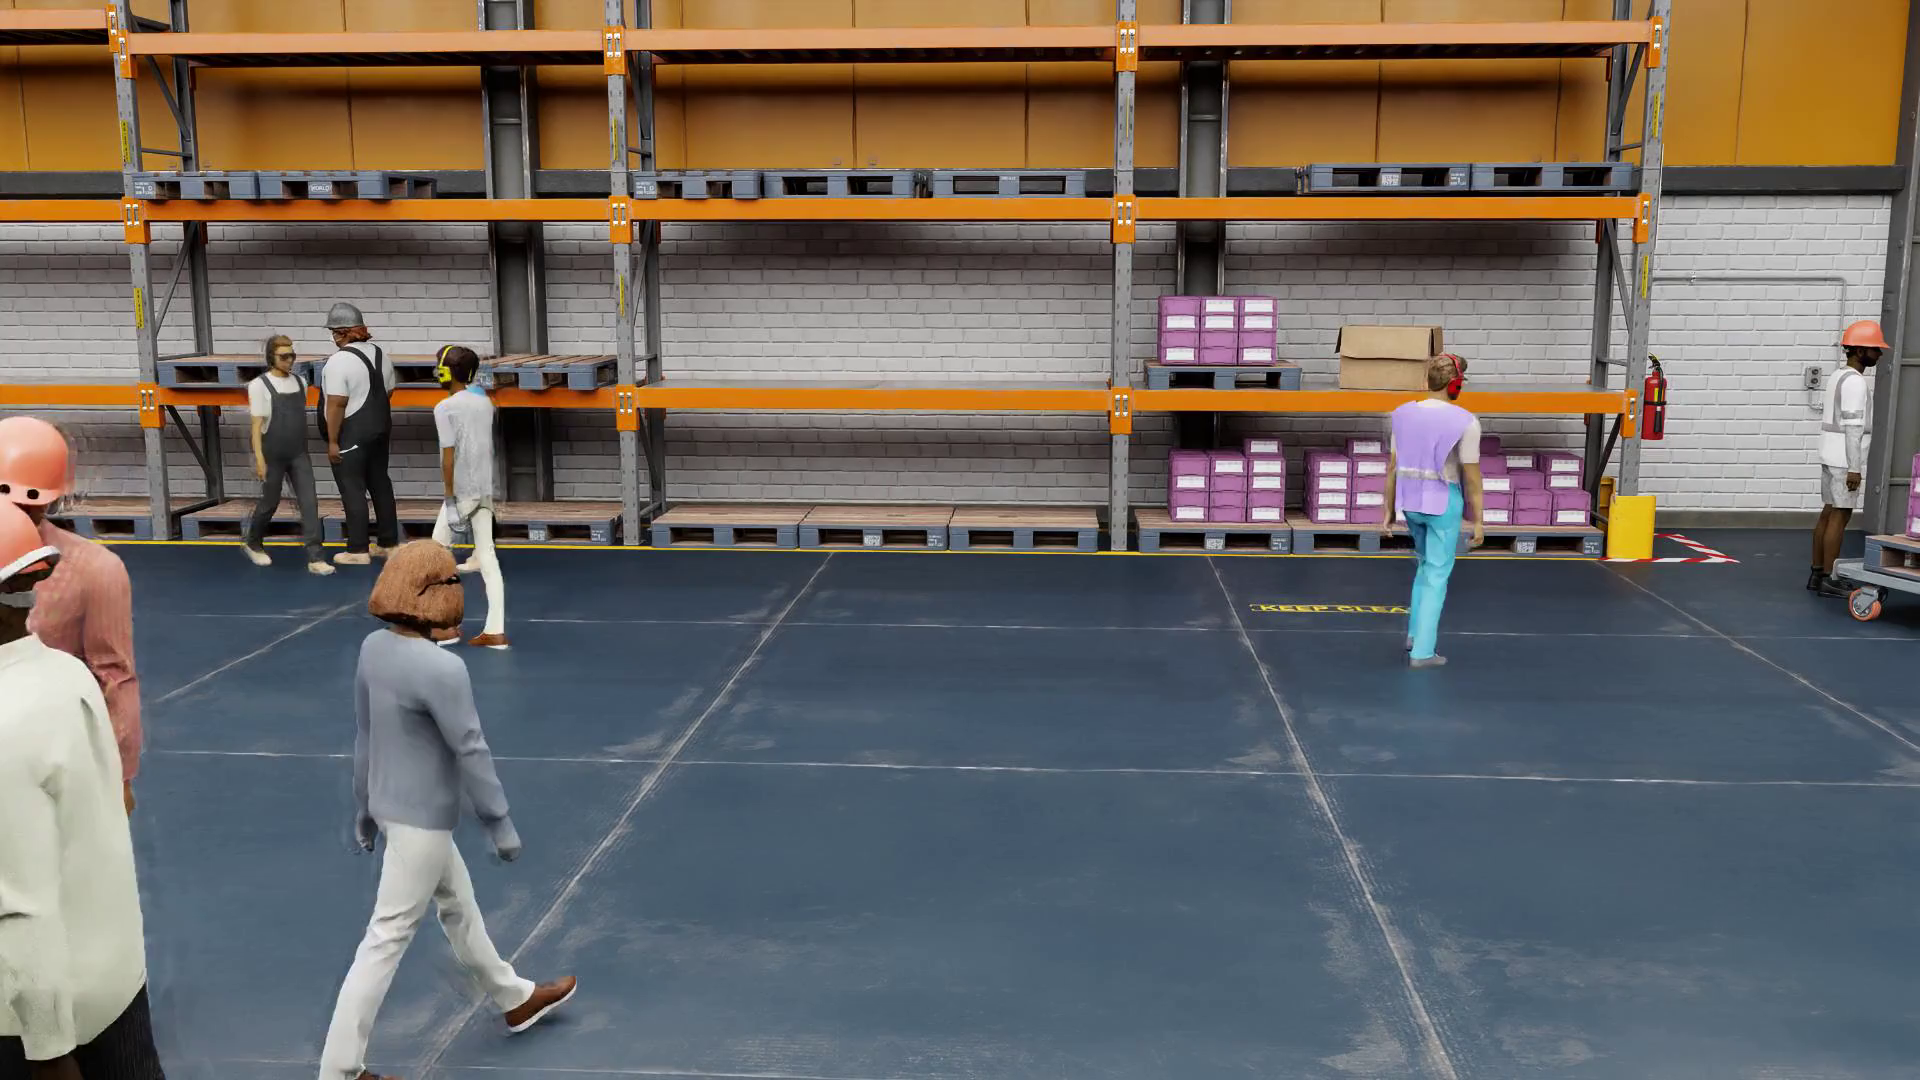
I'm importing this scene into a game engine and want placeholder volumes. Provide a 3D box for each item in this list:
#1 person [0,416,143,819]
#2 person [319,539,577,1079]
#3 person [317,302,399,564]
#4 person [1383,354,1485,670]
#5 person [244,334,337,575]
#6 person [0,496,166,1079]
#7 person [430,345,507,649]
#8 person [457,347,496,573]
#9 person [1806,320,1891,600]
[{"bbox_3d":[-2.589,0.610,4.721,0.633,1.953,0.575,2,10,13],"label":"person"},{"bbox_3d":[-1.506,0.783,4.781,0.878,1.579,0.512,-9,13,-42],"label":"person"},{"bbox_3d":[-4.730,-0.839,12.952,0.535,2.000,0.683,3,10,19],"label":"person"},{"bbox_3d":[2.771,-0.160,9.615,0.554,1.817,0.598,-8,12,-38],"label":"person"},{"bbox_3d":[-5.135,-0.648,12.536,0.938,1.810,0.522,6,11,32],"label":"person"},{"bbox_3d":[-1.896,0.868,3.249,1.042,1.933,0.638,-2,10,-12],"label":"person"},{"bbox_3d":[-3.054,-0.257,10.120,0.729,1.844,0.504,6,11,30],"label":"person"},{"bbox_3d":[-3.698,-0.602,12.569,0.320,1.695,0.537,0,10,3],"label":"person"},{"bbox_3d":[6.213,-0.560,11.618,0.377,1.936,0.549,3,10,15],"label":"person"}]
